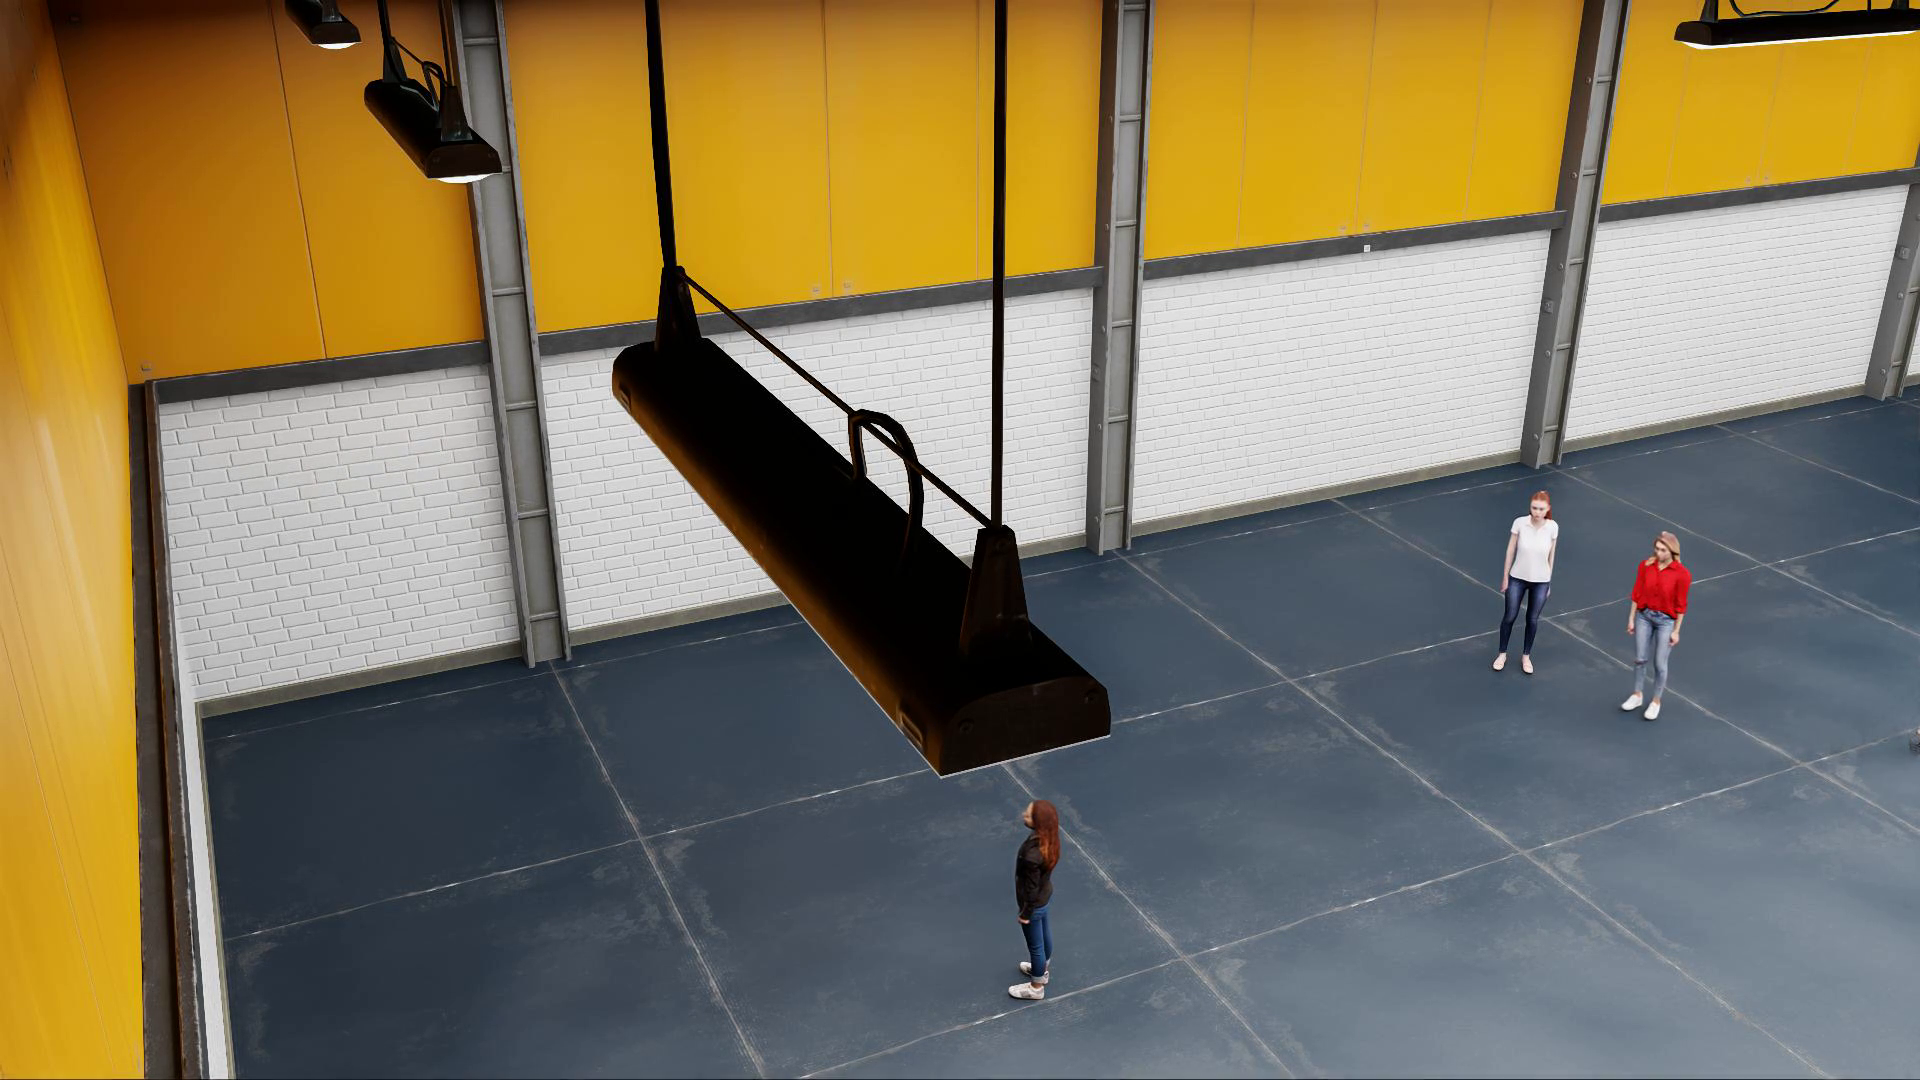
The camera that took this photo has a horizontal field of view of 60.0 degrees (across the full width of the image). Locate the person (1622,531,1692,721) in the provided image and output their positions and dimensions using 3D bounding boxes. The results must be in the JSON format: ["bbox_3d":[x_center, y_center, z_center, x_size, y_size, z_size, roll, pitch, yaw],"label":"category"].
[{"bbox_3d":[5.973,0.709,14.250,0.696,1.700,0.671,19,30,37],"label":"person"}]

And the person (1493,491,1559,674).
[{"bbox_3d":[5.120,0.368,14.982,0.643,1.737,0.716,6,24,14],"label":"person"}]

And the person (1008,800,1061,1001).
[{"bbox_3d":[0.500,2.319,10.840,0.692,1.481,0.640,7,25,16],"label":"person"}]
